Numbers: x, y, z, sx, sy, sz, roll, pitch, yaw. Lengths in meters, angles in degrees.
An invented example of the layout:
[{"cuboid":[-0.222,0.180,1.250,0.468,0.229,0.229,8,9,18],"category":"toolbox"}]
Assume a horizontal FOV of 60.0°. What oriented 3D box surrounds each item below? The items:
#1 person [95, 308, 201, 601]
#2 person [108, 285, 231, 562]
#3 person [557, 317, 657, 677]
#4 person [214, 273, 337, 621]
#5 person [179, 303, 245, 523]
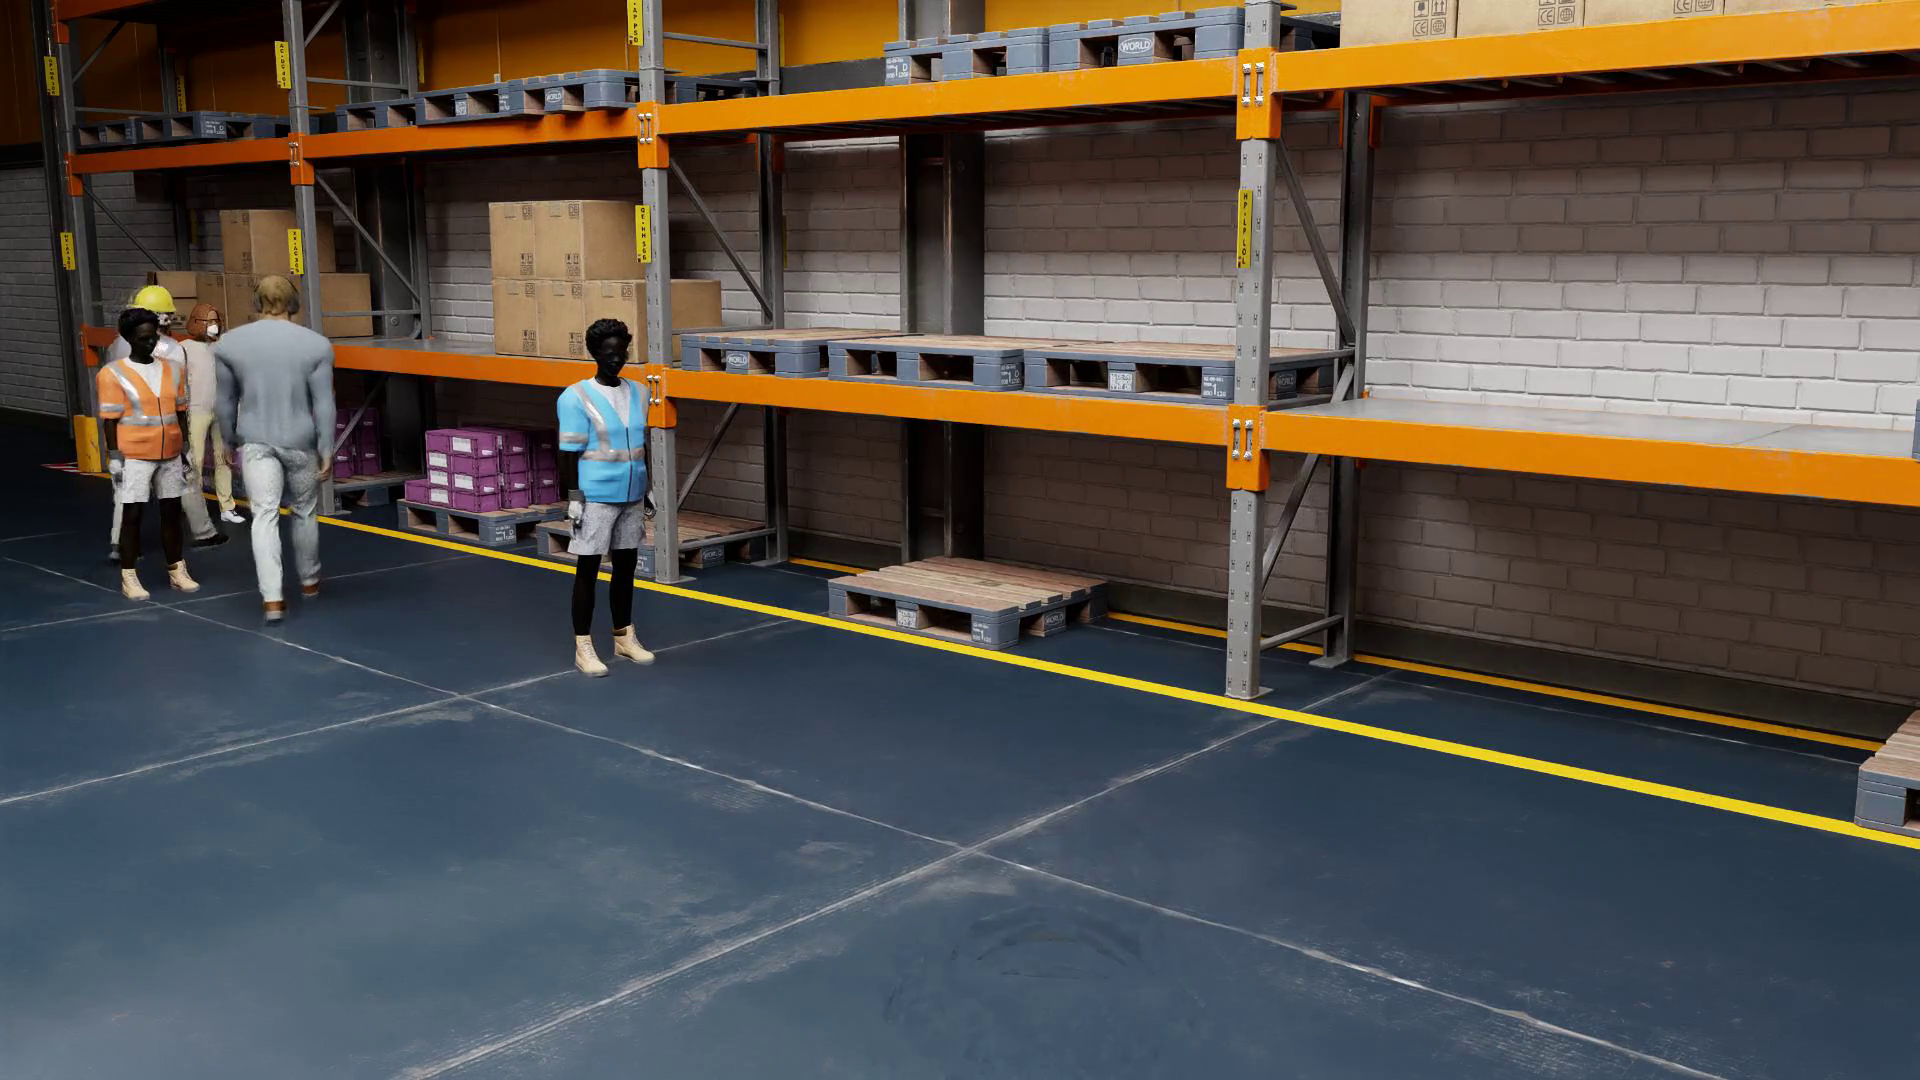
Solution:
[{"cuboid":[-4.691,-0.493,9.608,0.320,1.687,0.533,6,12,31],"category":"person"},{"cuboid":[-5.253,-0.756,10.829,0.601,1.788,0.926,3,10,16],"category":"person"},{"cuboid":[-1.669,-0.209,7.940,0.318,1.698,0.539,8,13,38],"category":"person"},{"cuboid":[-3.775,-0.526,9.234,0.645,1.893,1.013,-3,10,-16],"category":"person"},{"cuboid":[-5.476,-0.908,12.136,0.277,1.629,0.496,7,12,34],"category":"person"}]
